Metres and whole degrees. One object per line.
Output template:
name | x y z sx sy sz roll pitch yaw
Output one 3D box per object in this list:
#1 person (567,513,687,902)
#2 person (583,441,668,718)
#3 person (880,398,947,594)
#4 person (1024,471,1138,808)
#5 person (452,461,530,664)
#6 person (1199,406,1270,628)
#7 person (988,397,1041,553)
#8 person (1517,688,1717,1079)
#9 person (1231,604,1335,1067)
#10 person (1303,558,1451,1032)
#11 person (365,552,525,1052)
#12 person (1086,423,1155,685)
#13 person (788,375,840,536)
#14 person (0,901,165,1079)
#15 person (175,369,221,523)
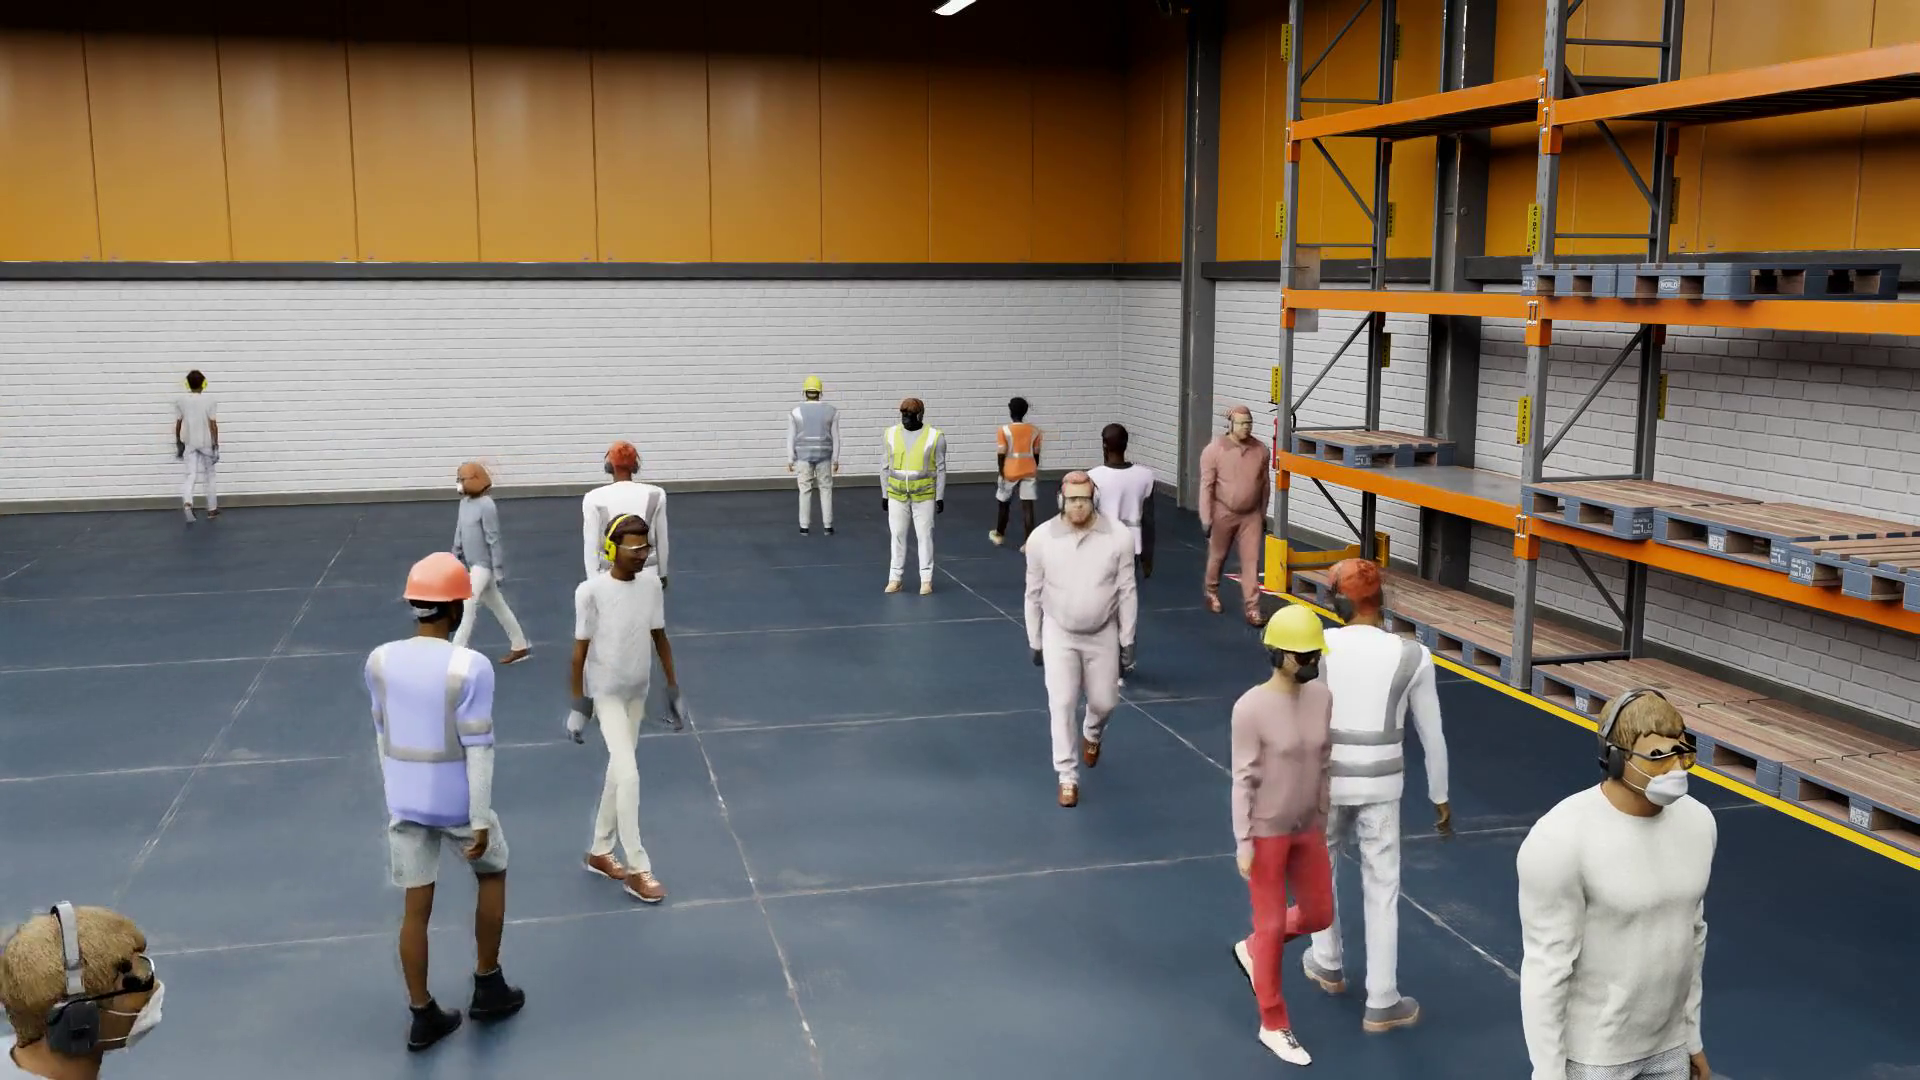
person | -1.552 0.792 8.011 0.828 1.833 0.533 7 12 38
person | -2.278 0.245 11.355 0.580 1.854 0.778 -3 9 -17
person | -0.446 -0.408 15.507 0.619 1.840 0.430 2 9 11
person | 0.687 0.526 9.520 0.651 1.888 0.729 0 9 2
person | -3.644 0.198 12.489 0.872 1.579 0.522 -7 11 -36
person | 2.364 -0.228 14.322 0.655 1.866 1.006 -2 9 -10
person | 0.596 -0.706 17.895 0.554 1.650 0.847 -4 10 -22
person | 1.717 1.330 4.342 0.630 1.940 0.370 -5 10 -28
person | 1.212 1.094 6.386 0.537 1.754 0.499 -6 11 -33
person | 1.633 0.987 6.717 0.677 1.856 0.681 2 9 13
person | -2.007 0.995 6.515 0.548 1.914 0.673 2 9 11
person | 1.093 0.100 12.155 0.595 1.902 0.540 -5 10 -28
person | -1.662 -0.955 18.930 0.599 1.830 0.404 -1 9 -8
person | -1.563 1.565 2.925 0.551 1.922 0.650 -9 13 -43
person | -9.219 -1.138 20.073 0.524 1.841 0.872 -1 9 -9
